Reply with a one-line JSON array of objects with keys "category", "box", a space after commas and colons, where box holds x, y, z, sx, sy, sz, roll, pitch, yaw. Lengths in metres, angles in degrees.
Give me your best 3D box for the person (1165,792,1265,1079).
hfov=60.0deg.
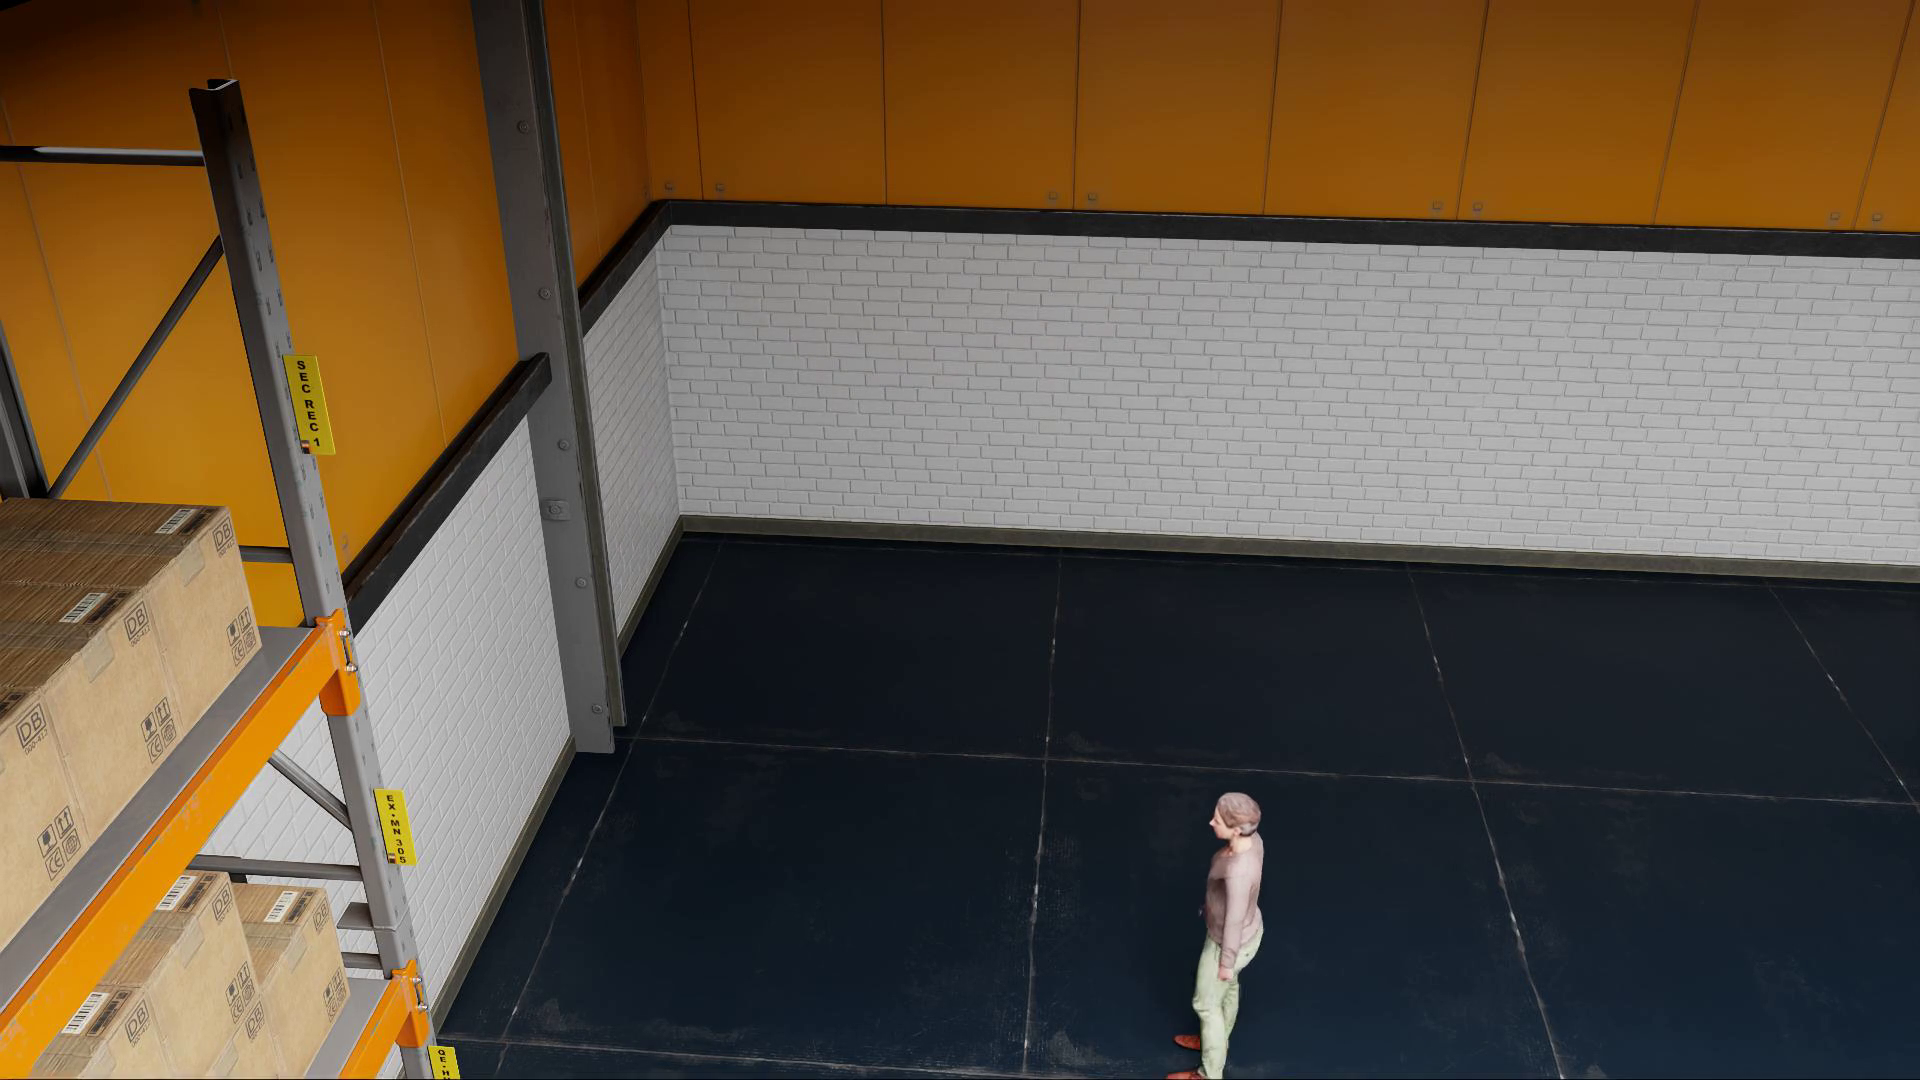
[{"category": "person", "box": [1.497, 2.134, 8.938, 0.812, 1.868, 0.664, 8, 30, 14]}]
